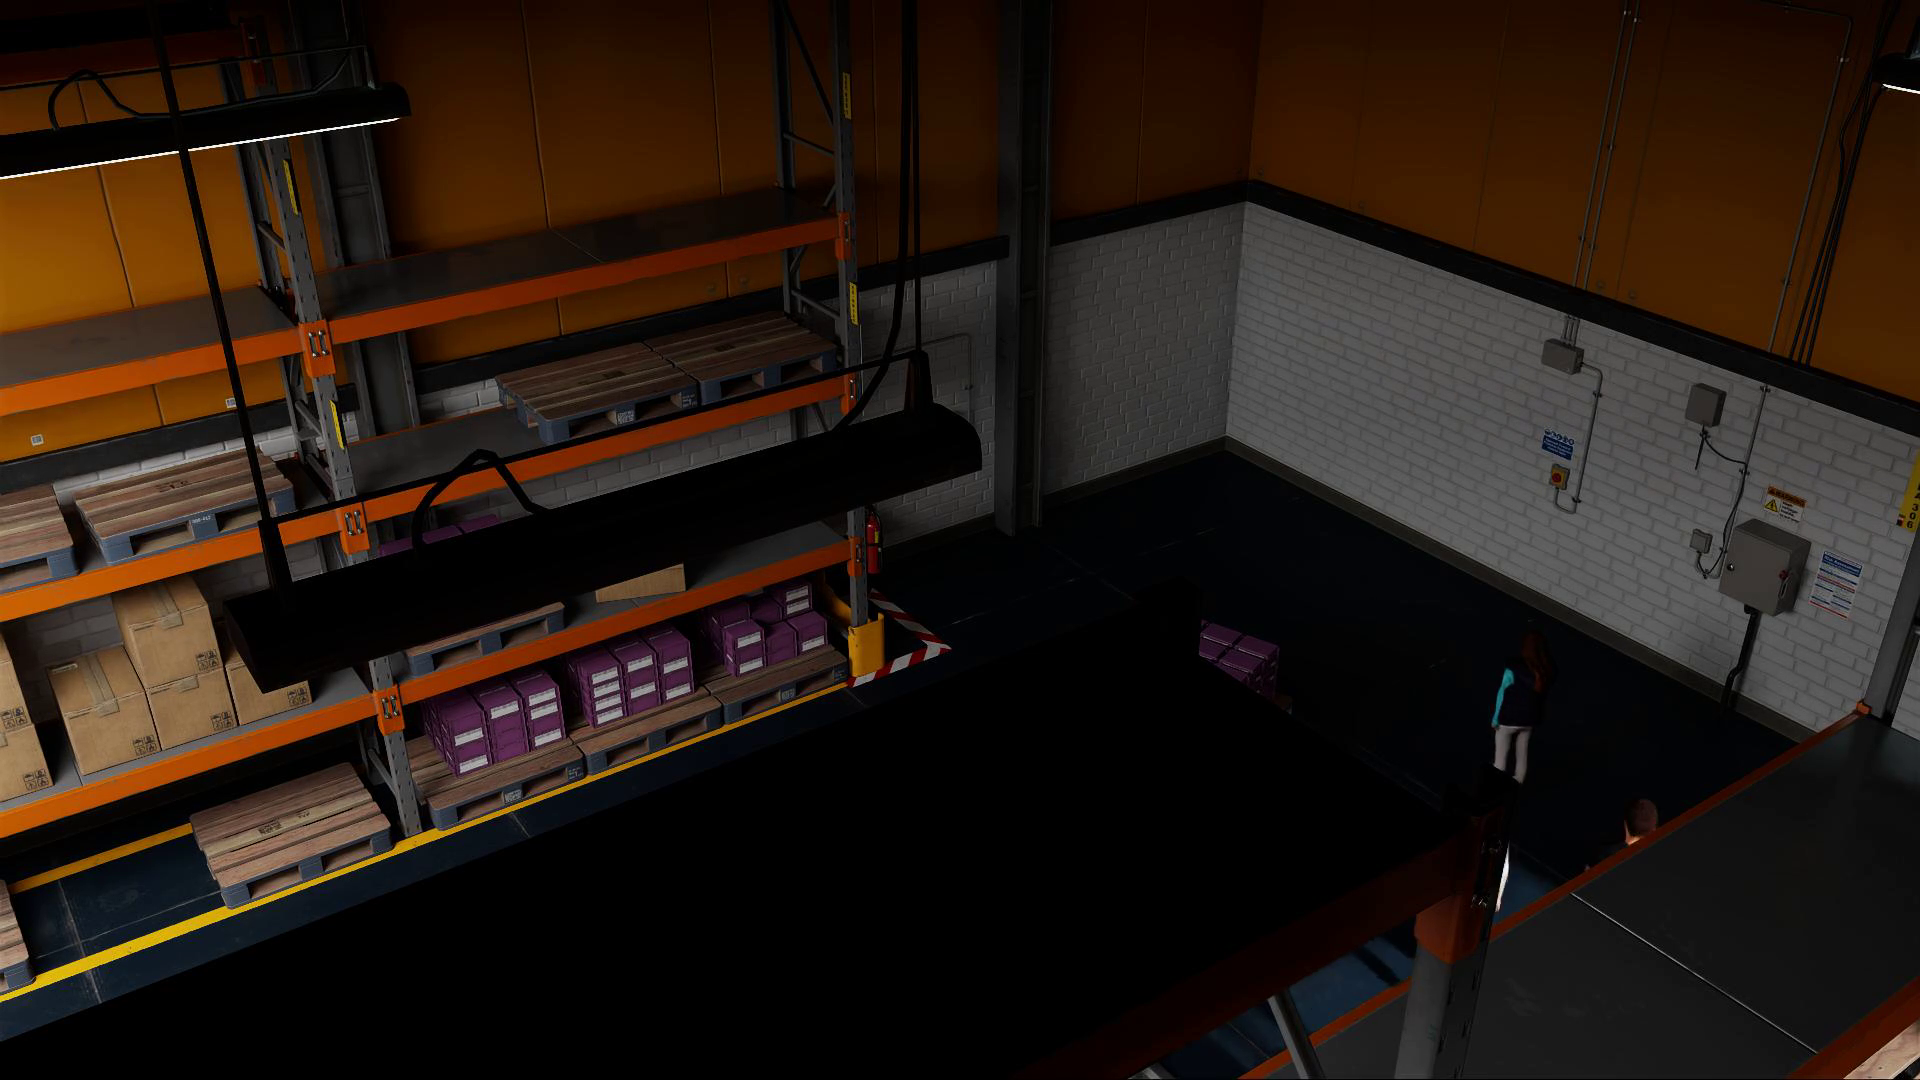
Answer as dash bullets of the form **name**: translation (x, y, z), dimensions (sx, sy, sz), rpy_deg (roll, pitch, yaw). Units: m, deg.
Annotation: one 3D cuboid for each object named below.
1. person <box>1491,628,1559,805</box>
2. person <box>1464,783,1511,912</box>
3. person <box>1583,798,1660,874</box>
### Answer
- **person**: translation (4.239, 1.345, 12.603), dimensions (0.615, 1.497, 0.708), rpy_deg (-7, 29, -12)
- **person**: translation (3.147, 2.353, 10.460), dimensions (0.744, 1.781, 0.778), rpy_deg (11, 30, 19)
- **person**: translation (4.043, 2.451, 10.216), dimensions (0.917, 1.841, 0.975), rpy_deg (5, 29, 9)
